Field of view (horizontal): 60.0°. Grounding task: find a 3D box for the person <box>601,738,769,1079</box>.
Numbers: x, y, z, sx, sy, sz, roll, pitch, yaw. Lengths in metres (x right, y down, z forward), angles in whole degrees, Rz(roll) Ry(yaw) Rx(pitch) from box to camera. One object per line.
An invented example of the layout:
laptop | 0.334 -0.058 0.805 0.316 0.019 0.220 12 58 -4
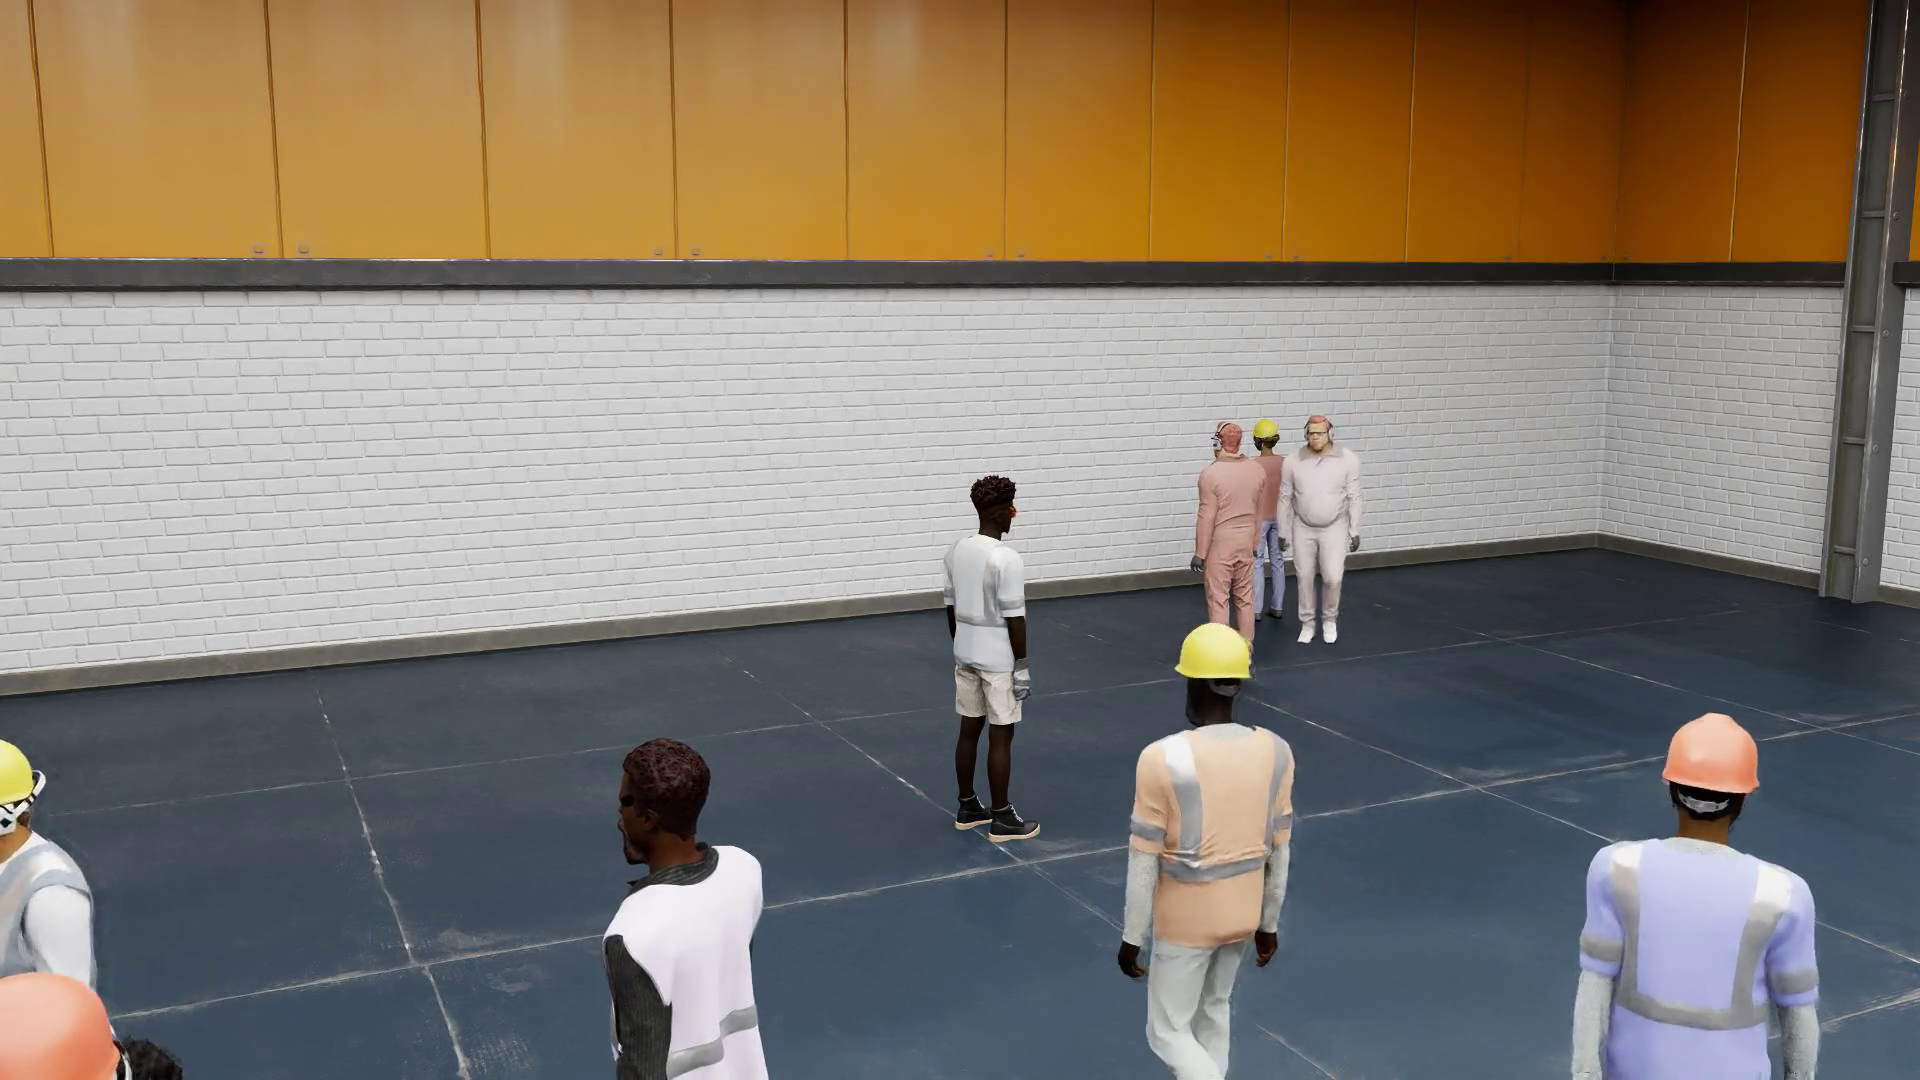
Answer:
person | -0.677 1.425 4.104 0.392 1.920 0.587 3 10 19

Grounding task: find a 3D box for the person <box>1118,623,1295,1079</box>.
person | 0.835 1.224 5.400 0.600 1.905 0.688 -5 10 -28

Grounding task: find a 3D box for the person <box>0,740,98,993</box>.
person | -2.523 1.402 4.604 0.597 1.818 0.631 7 12 38

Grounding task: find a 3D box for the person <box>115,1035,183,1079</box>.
person | -1.414 1.722 3.008 0.469 1.684 0.534 5 11 30

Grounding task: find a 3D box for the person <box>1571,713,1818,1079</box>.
person | 1.950 1.392 4.430 0.577 1.883 0.990 5 10 29

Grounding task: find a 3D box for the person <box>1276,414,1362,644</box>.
person | 2.896 -0.076 13.504 0.681 1.887 0.475 3 10 20

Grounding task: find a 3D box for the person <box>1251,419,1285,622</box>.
person | 2.642 -0.170 14.468 0.525 1.772 0.308 -5 11 -29

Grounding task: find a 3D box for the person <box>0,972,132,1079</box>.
person | -1.402 1.626 2.652 0.619 1.987 0.400 -1 9 -6

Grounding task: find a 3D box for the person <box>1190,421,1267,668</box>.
person | 2.014 0.054 12.646 0.636 1.911 0.406 -6 11 -33

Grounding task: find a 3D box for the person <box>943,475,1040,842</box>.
person | 0.165 0.625 8.919 0.367 1.966 0.603 -7 12 -38
